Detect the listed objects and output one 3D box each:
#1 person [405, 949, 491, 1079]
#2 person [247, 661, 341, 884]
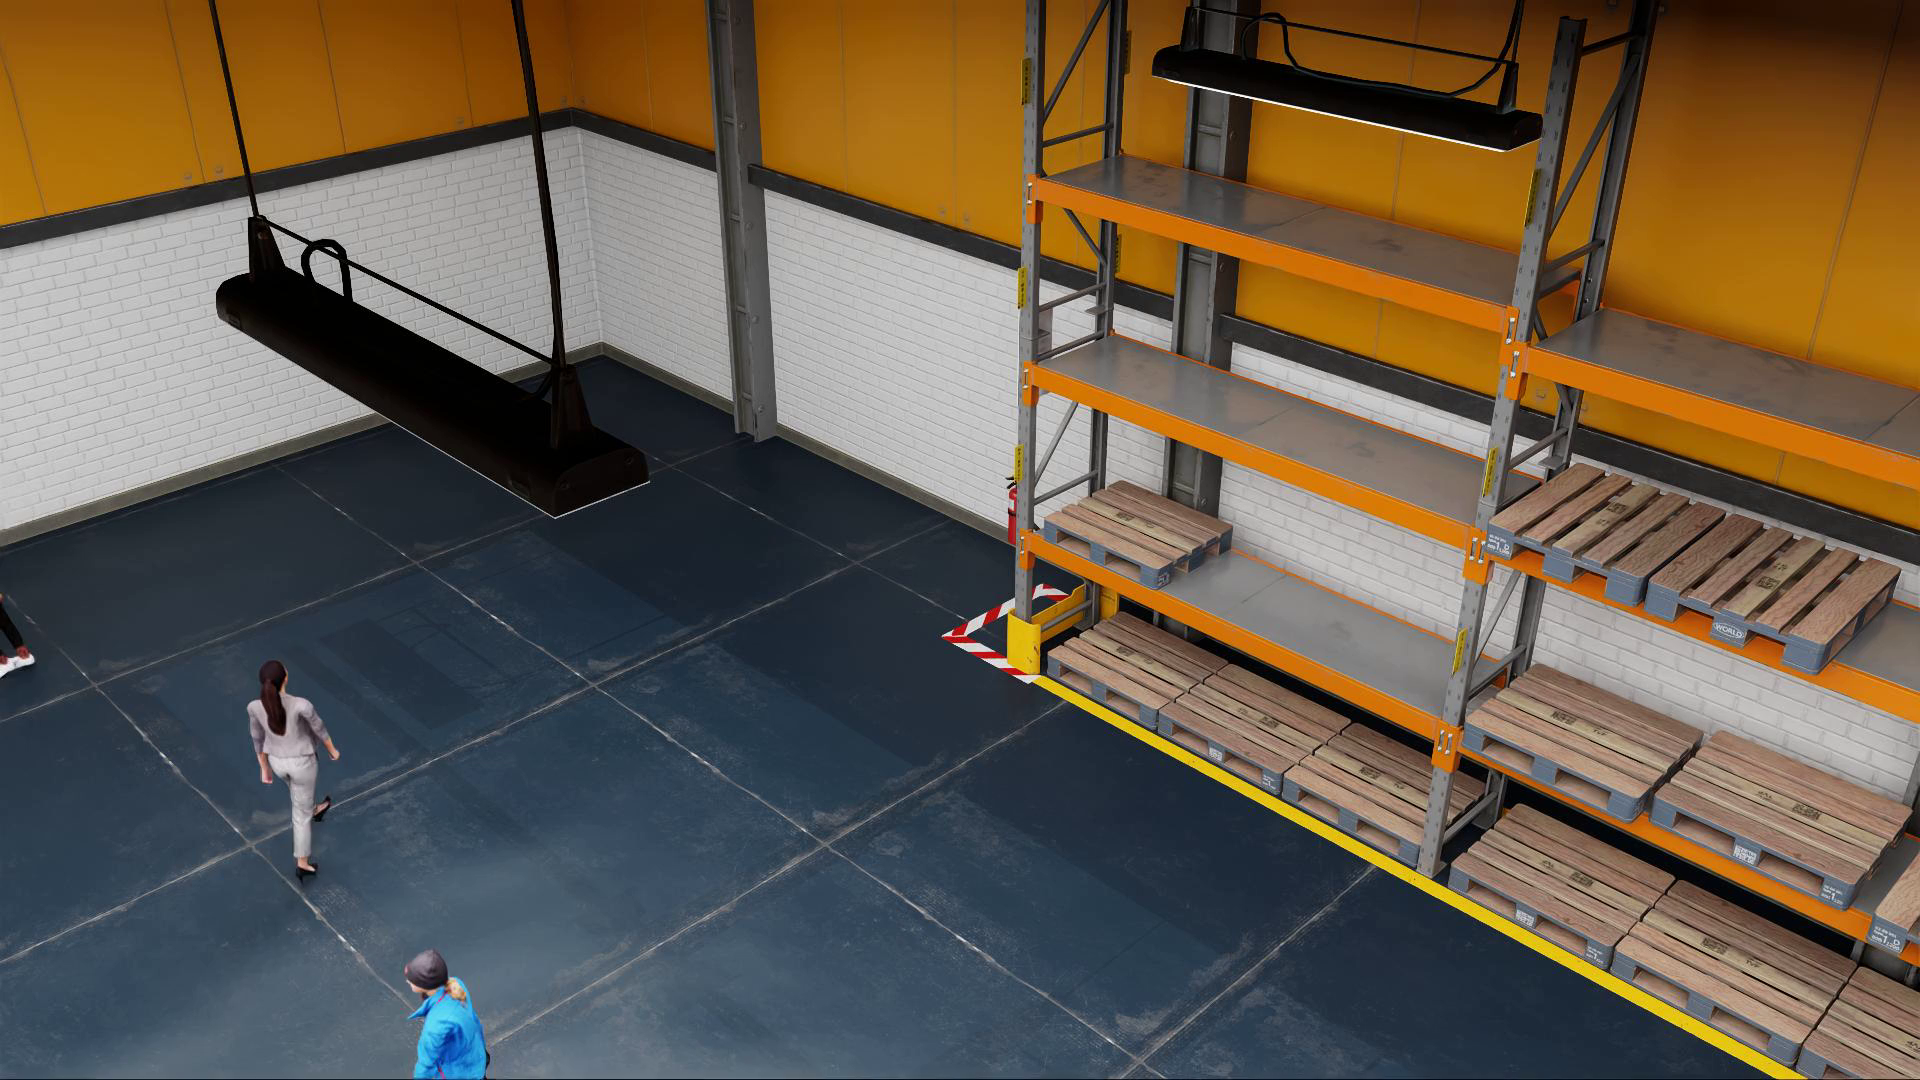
[{"bbox_3d":[-2.624,2.960,9.124,1.118,1.767,1.085,-1,29,-1],"label":"person"},{"bbox_3d":[-4.688,1.661,11.656,1.109,1.622,1.129,2,29,4],"label":"person"}]
